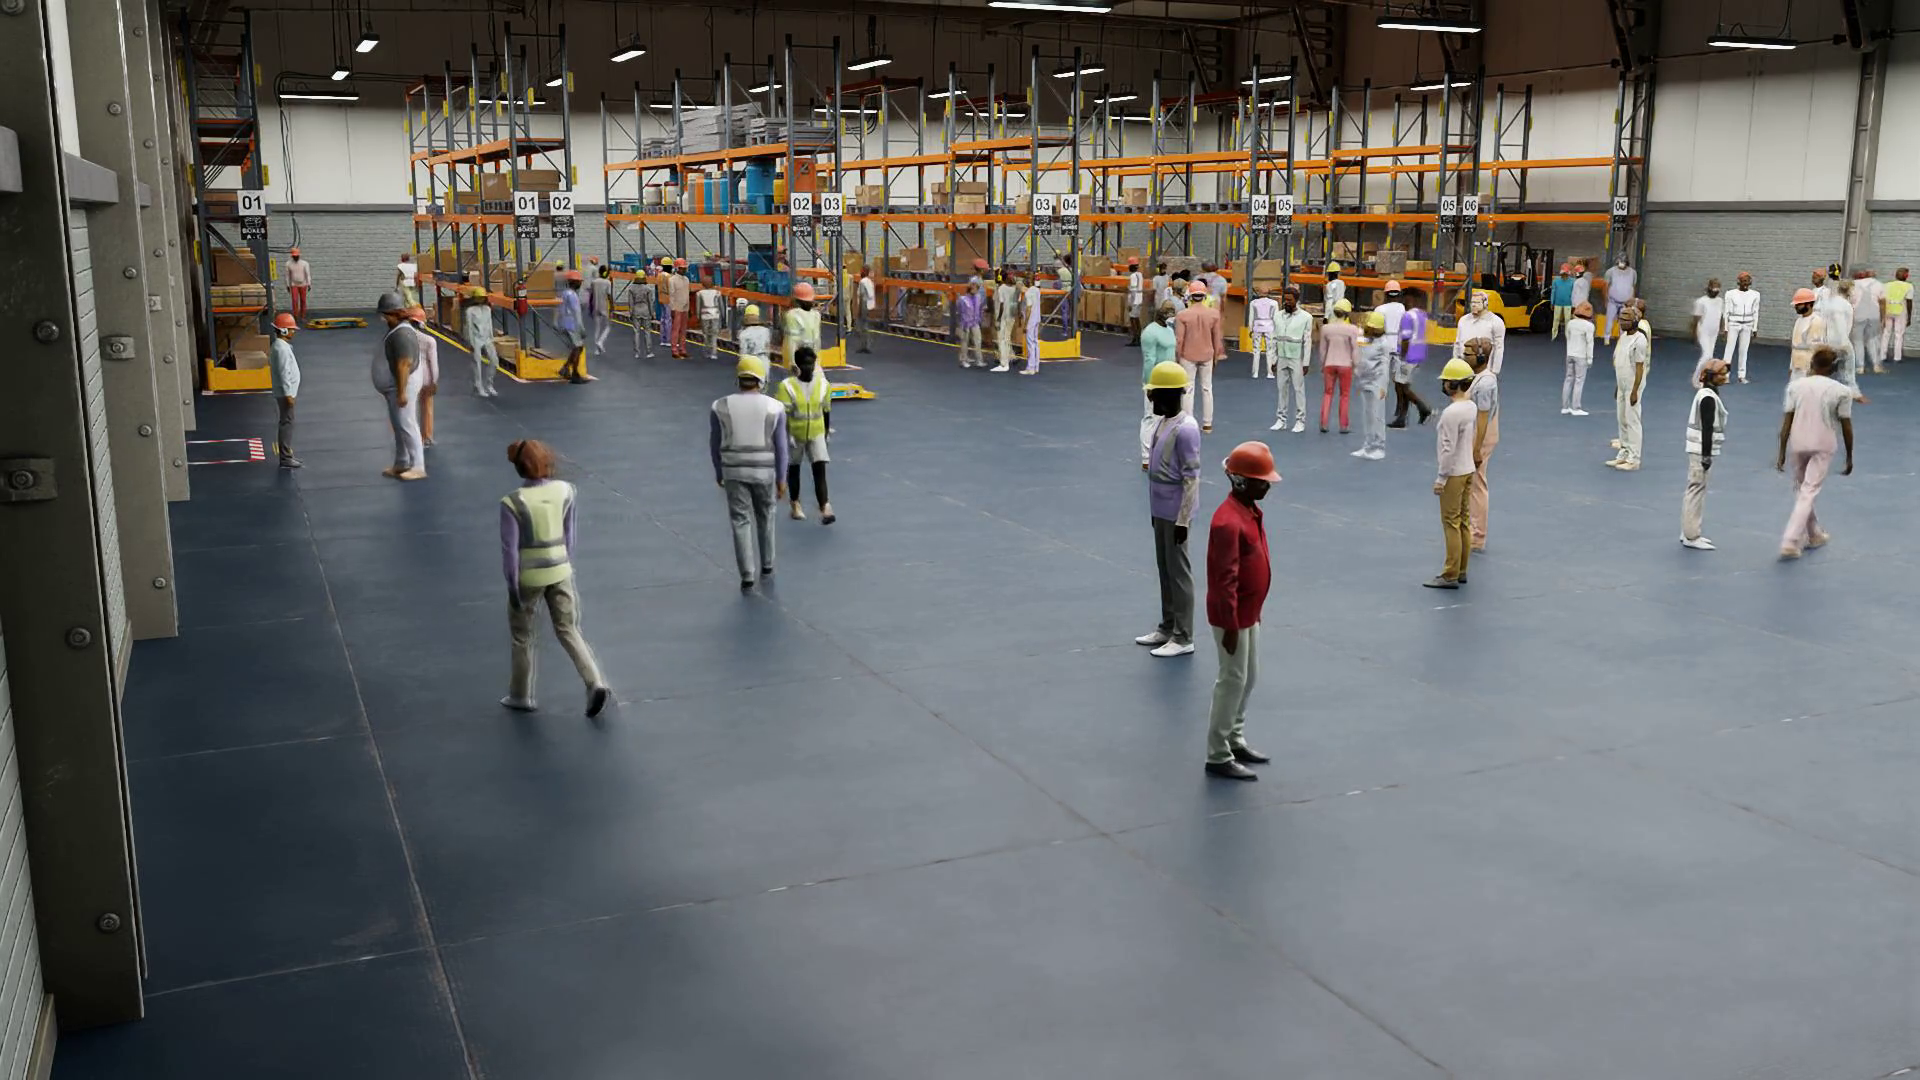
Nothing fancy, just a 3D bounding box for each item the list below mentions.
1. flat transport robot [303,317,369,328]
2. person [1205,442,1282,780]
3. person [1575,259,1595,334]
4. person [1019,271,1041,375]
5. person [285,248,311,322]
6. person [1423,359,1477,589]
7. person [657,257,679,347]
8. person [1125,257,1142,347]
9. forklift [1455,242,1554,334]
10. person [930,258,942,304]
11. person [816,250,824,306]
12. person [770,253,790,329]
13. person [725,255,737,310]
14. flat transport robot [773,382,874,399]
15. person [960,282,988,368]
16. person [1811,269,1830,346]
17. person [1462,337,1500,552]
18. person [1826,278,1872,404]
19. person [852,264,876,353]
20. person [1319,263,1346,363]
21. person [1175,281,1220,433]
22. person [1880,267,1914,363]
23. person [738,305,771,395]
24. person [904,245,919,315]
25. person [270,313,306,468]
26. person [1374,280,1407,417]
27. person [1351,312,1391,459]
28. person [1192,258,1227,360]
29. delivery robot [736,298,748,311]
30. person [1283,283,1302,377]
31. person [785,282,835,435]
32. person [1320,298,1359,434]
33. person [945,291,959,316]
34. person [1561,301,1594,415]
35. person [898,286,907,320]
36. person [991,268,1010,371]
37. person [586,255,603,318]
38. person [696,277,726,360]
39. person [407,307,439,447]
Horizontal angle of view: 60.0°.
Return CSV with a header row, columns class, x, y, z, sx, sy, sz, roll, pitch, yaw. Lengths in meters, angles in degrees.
class,x,y,z,sx,sy,sz,roll,pitch,yaw
flat transport robot,-15.689,-5.467,41.827,0.652,0.197,1.431,9,14,38
person,1.444,0.358,8.490,0.354,1.737,0.574,4,12,22
person,14.237,-5.490,38.005,0.594,1.829,0.501,-7,13,-32
person,1.255,-3.867,29.692,0.346,1.843,0.507,5,12,24
person,-17.548,-6.762,44.134,0.622,1.939,1.030,-5,12,-23
person,3.788,-0.506,12.803,0.314,1.768,0.526,8,14,34
person,-6.329,-5.145,35.966,0.363,1.928,0.587,-8,14,-35
person,3.748,-5.139,35.953,0.410,1.925,0.575,4,12,20
forklift,13.047,-6.049,39.881,2.313,2.155,1.214,-5,12,-23
person,-0.738,-8.232,52.443,0.524,1.612,0.485,7,13,32
person,-4.407,-8.140,51.660,0.349,1.743,0.563,2,11,12
person,-4.497,-6.178,41.354,0.679,1.926,0.489,4,12,20
person,-6.859,-7.684,49.621,0.266,1.631,0.507,7,13,31
flat transport robot,-2.105,-2.282,25.641,1.431,0.197,0.652,-6,13,-30
person,0.240,-3.978,30.858,0.527,1.592,0.855,-7,13,-31
person,15.308,-3.884,29.702,0.347,1.877,0.575,2,11,9
person,4.405,-0.813,14.185,0.348,1.839,0.504,3,11,13
person,13.323,-3.016,25.233,0.978,1.899,0.637,8,14,36
person,-2.008,-4.749,34.215,0.541,1.817,0.589,3,12,14
person,7.143,-4.339,31.872,0.365,1.927,0.588,9,14,38
person,3.094,-2.384,21.759,0.609,1.996,0.379,-2,11,-9
person,17.995,-4.320,31.984,0.386,1.844,0.568,-7,13,-30
person,-2.580,-2.121,21.133,0.497,1.712,0.479,-10,15,-40
person,-1.306,-7.275,46.645,0.610,1.978,1.048,-3,12,-16
person,-7.637,-1.696,18.909,0.344,1.744,0.566,-5,12,-23
person,6.102,-2.704,23.557,0.543,1.930,0.372,0,11,1
person,4.849,-1.809,19.544,0.315,1.722,0.533,-5,12,-22
person,4.920,-4.562,32.718,0.714,2.000,0.591,4,12,20
delivery robot,-6.169,-6.672,46.987,0.477,0.478,0.707,-2,11,-8
person,5.852,-3.712,29.412,0.312,1.642,0.512,-2,11,-8
person,-2.087,-2.374,21.732,0.887,2.004,0.615,9,14,39
person,4.977,-2.275,21.810,0.532,1.769,0.338,8,14,36
person,-0.274,-7.176,46.420,0.442,1.873,0.716,7,13,33
person,8.849,-2.593,23.774,0.291,1.624,0.495,-5,12,-23
person,-1.582,-6.865,45.118,0.318,1.769,0.522,0,11,1
person,0.740,-4.009,30.339,0.316,1.870,0.531,3,11,14
person,-10.053,-7.014,45.998,0.794,1.716,0.579,-6,13,-29
person,-4.903,-4.363,32.788,0.604,1.616,0.475,-1,11,-7
person,-6.655,-1.971,20.332,0.572,1.731,0.580,1,11,4
